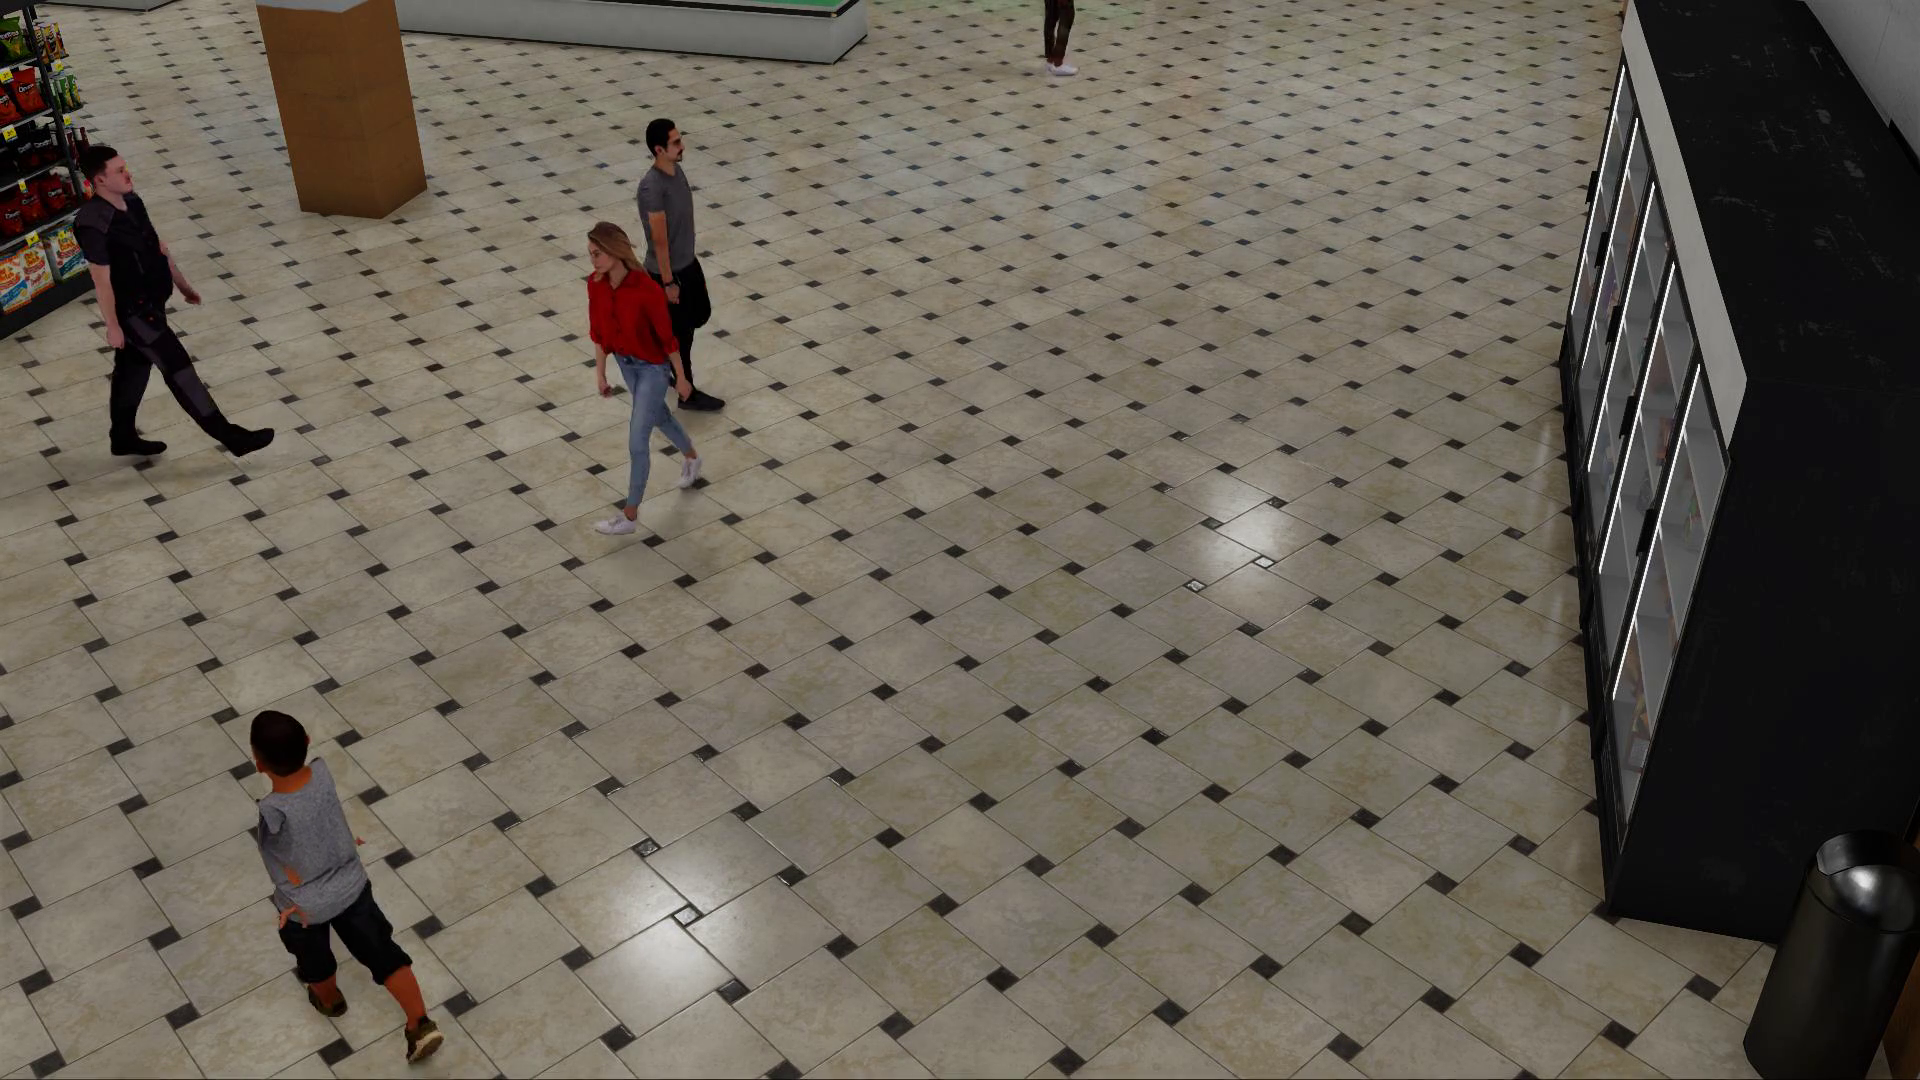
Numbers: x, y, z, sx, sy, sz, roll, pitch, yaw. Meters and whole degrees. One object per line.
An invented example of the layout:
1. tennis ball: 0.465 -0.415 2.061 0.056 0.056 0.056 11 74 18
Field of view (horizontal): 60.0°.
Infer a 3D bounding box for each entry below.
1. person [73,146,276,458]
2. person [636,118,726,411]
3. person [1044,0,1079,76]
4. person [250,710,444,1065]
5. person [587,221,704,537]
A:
1. person: -4.534 -1.214 9.011 1.292 1.795 1.003 -3 32 -5
2. person: -1.736 -1.594 9.666 0.823 1.749 0.669 6 32 9
3. person: 0.839 -5.216 15.536 0.762 1.697 0.713 -14 34 -21
4. person: -2.099 1.137 5.571 1.066 1.437 0.824 22 38 31
5. person: -1.585 -0.887 8.626 1.167 1.647 0.920 14 34 21
